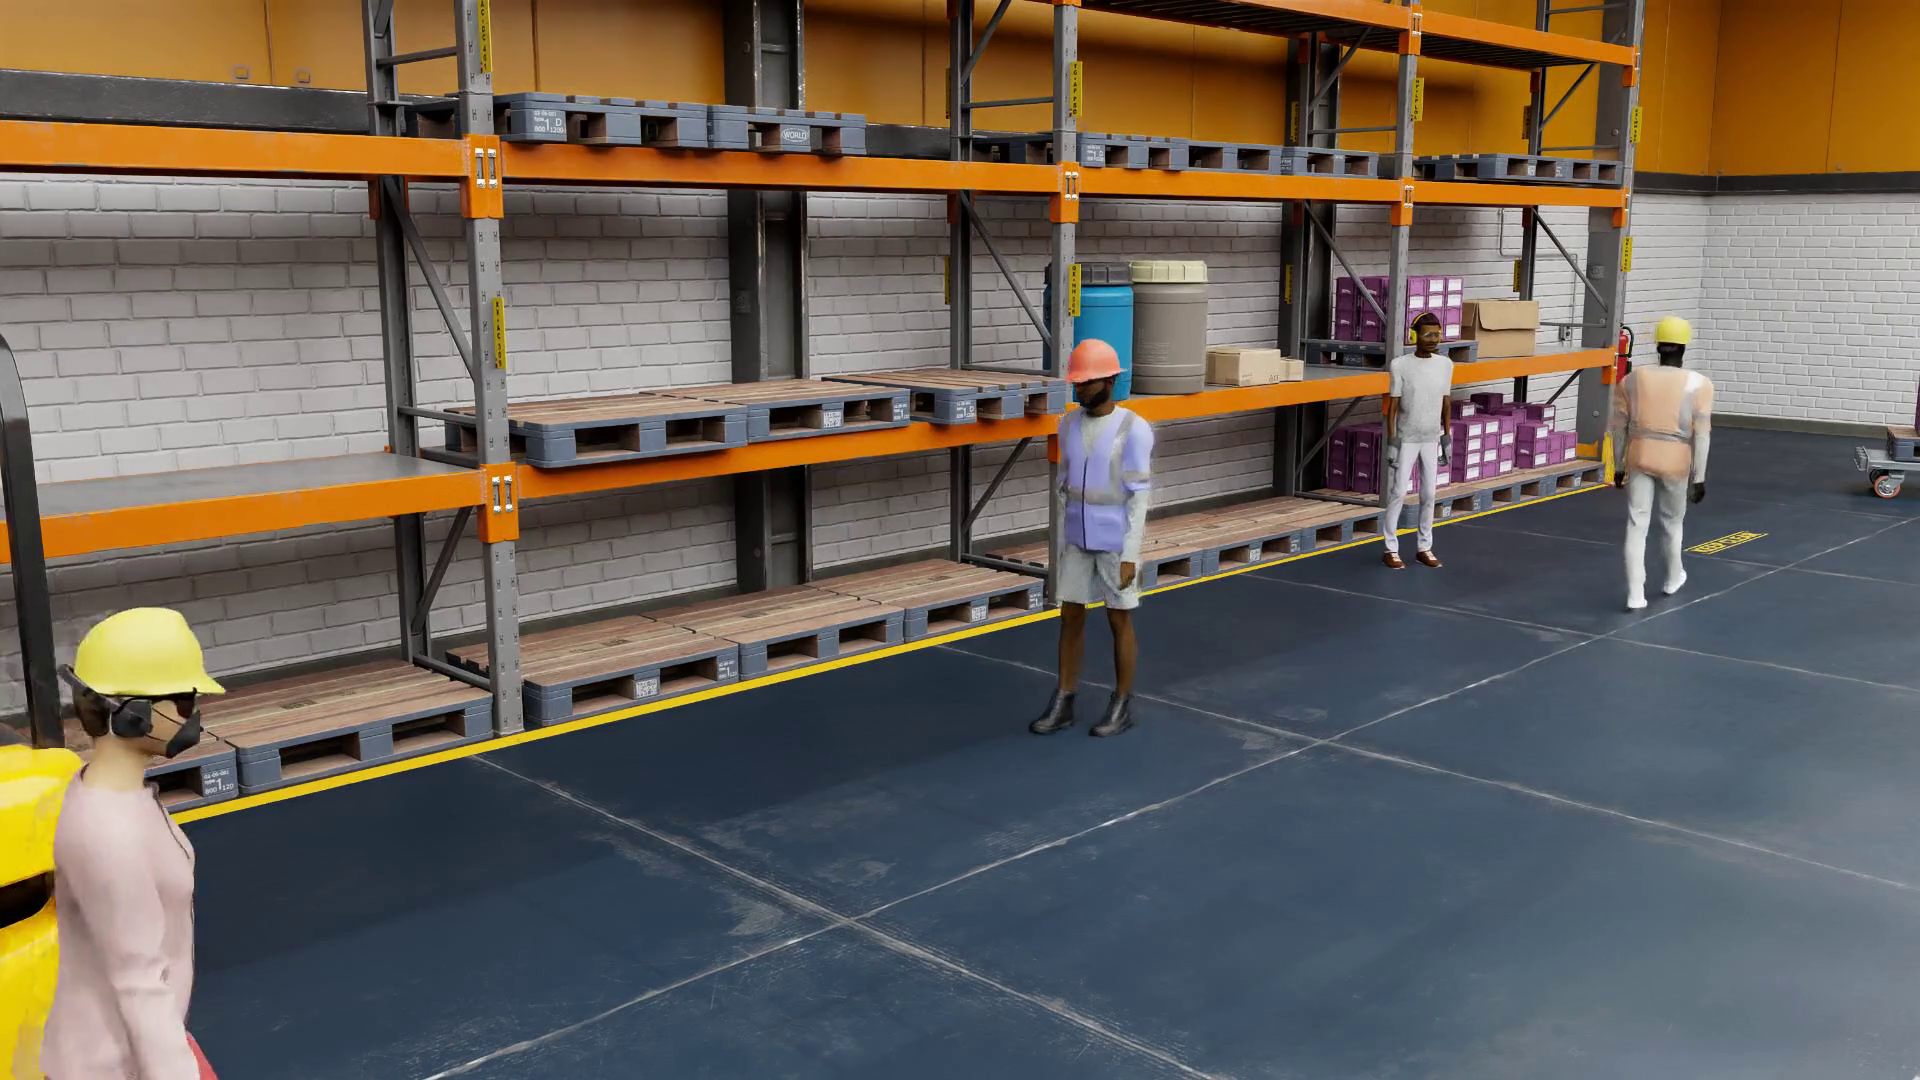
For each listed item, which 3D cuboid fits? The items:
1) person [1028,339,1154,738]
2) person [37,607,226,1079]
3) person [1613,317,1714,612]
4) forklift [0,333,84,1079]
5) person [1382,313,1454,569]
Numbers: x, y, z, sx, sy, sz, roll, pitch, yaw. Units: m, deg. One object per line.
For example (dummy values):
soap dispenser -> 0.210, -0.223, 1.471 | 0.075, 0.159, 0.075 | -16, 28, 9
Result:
person -> 0.613, 0.018, 7.905 | 0.548, 1.919, 0.637 | 9, 13, 39
person -> -1.545, 0.978, 3.216 | 0.950, 1.702, 0.556 | -4, 11, -23
person -> 4.566, -0.502, 10.825 | 0.609, 1.870, 0.974 | 7, 13, 34
forklift -> -3.289, 0.485, 4.582 | 1.214, 2.155, 2.313 | -10, 14, -44
person -> 3.319, -0.712, 12.033 | 0.509, 1.860, 0.318 | -2, 11, -11
